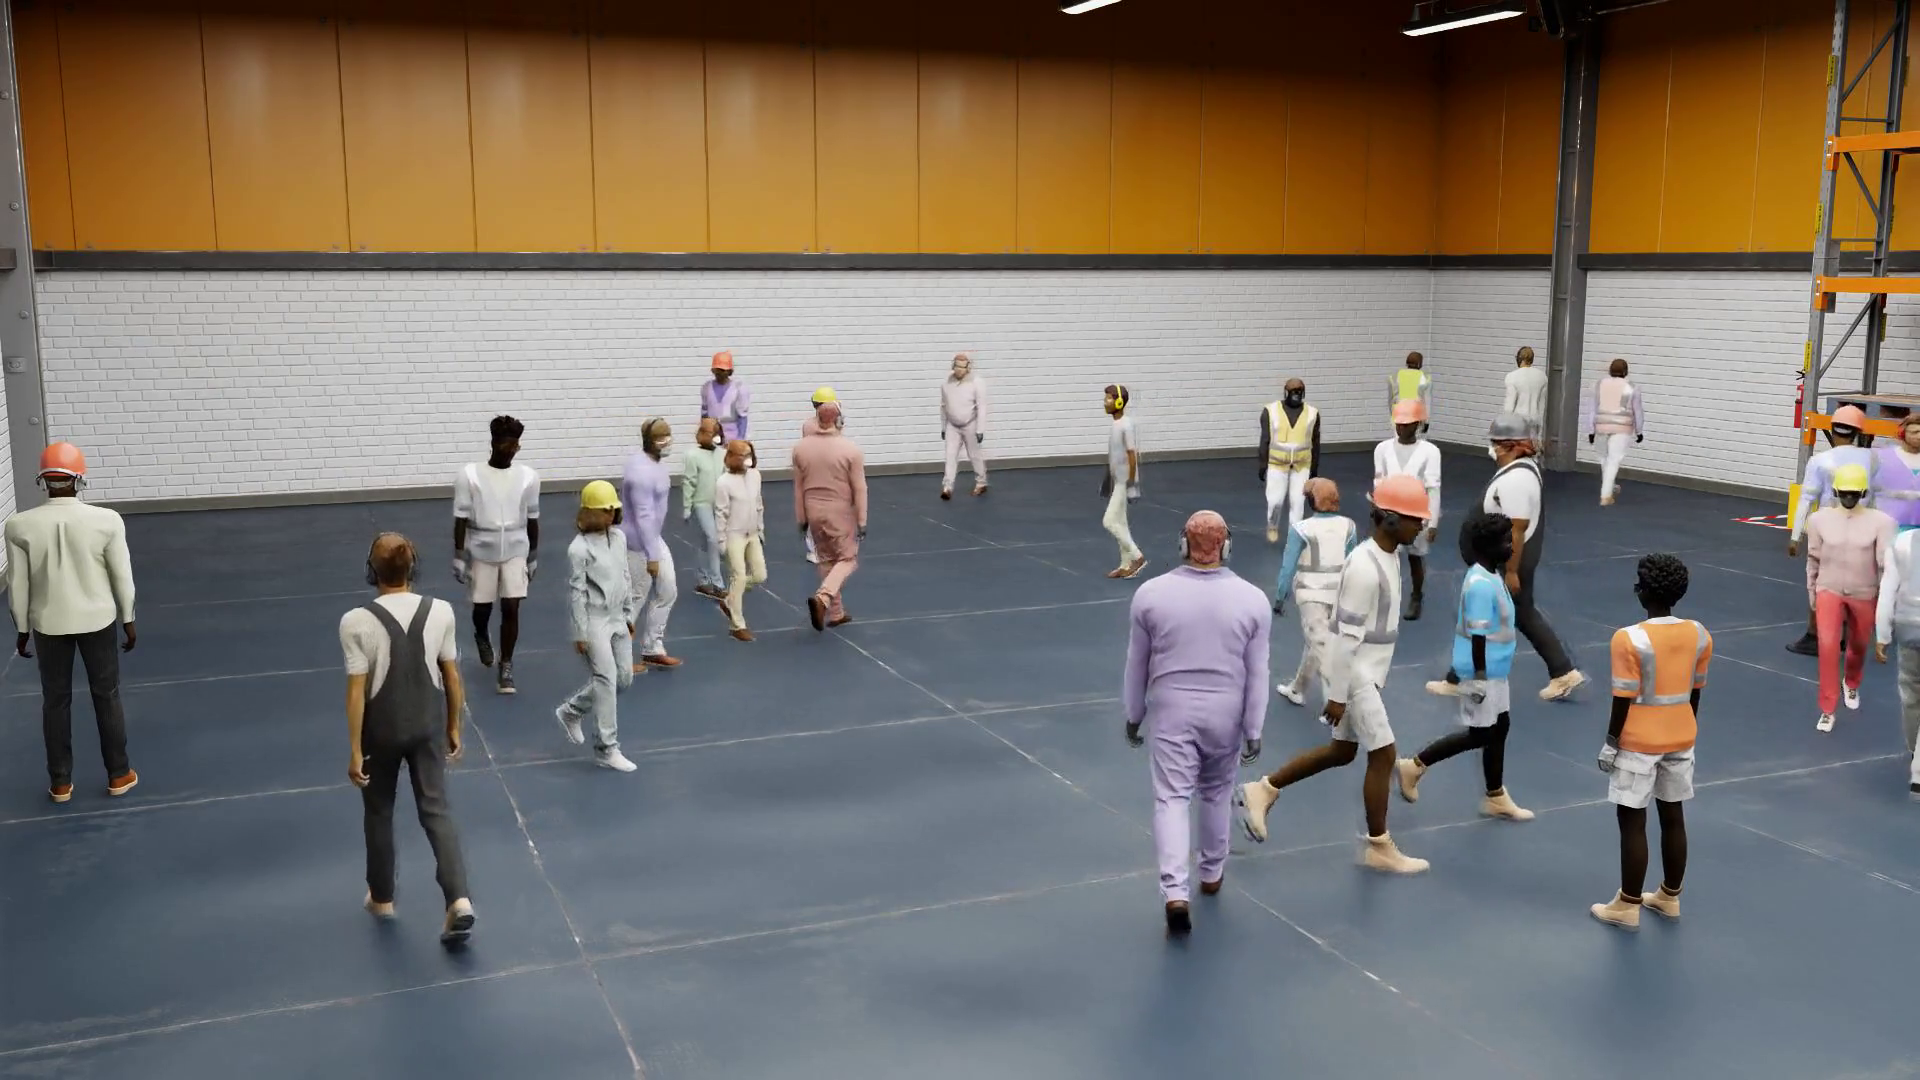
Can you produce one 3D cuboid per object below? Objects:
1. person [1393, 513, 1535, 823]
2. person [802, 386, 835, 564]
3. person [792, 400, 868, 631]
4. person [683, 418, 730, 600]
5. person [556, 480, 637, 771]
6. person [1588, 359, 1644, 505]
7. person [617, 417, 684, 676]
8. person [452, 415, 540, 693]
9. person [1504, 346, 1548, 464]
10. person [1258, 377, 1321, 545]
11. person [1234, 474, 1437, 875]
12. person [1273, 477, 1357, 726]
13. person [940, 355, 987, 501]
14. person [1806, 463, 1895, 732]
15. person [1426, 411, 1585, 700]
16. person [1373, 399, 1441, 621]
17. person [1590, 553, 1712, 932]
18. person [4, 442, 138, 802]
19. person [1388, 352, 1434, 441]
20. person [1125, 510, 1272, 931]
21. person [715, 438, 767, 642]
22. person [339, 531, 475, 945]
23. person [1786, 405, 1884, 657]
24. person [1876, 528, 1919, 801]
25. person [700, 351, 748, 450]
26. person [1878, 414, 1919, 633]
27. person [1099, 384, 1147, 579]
[{"bbox_3d":[2.716,0.673,8.848,0.677,1.675,0.542,4,10,23],"label":"person"},{"bbox_3d":[-1.365,-0.651,16.622,0.313,1.767,0.523,6,11,32],"label":"person"},{"bbox_3d":[-1.056,-0.188,13.443,0.657,1.886,0.722,5,10,26],"label":"person"},{"bbox_3d":[-2.147,-0.270,14.749,0.695,1.604,0.530,7,12,36],"label":"person"},{"bbox_3d":[-2.168,0.489,9.831,0.578,1.723,0.494,4,10,23],"label":"person"},{"bbox_3d":[8.211,-1.357,20.774,0.941,1.798,0.626,-9,13,-43],"label":"person"},{"bbox_3d":[-2.276,0.058,11.919,0.667,1.894,0.646,1,9,4],"label":"person"},{"bbox_3d":[-3.268,0.075,11.691,0.642,1.939,0.733,-4,10,-25],"label":"person"},{"bbox_3d":[7.191,-1.506,21.272,0.636,1.939,0.363,-4,10,-23],"label":"person"},{"bbox_3d":[3.400,-0.772,17.163,0.645,1.826,0.510,1,9,4],"label":"person"},{"bbox_3d":[1.843,0.641,8.173,0.928,1.991,0.621,3,10,20],"label":"person"},{"bbox_3d":[2.320,0.382,10.863,0.536,1.586,0.856,-4,10,-25],"label":"person"},{"bbox_3d":[0.038,-1.429,21.121,0.687,1.857,1.021,4,10,22],"label":"person"},{"bbox_3d":[5.789,0.328,10.838,0.533,1.718,0.919,5,11,30],"label":"person"},{"bbox_3d":[3.770,0.091,11.289,0.989,2.000,0.691,5,10,27],"label":"person"},{"bbox_3d":[3.659,-0.218,13.626,0.559,1.895,0.976,5,10,26],"label":"person"},{"bbox_3d":[3.085,0.899,7.434,0.541,1.696,0.316,-4,10,-23],"label":"person"},{"bbox_3d":[-4.911,0.453,9.232,0.622,1.994,0.381,-4,10,-23],"label":"person"},{"bbox_3d":[6.135,-1.656,22.623,0.623,1.791,0.932,4,10,25],"label":"person"},{"bbox_3d":[1.066,0.800,7.537,0.651,1.874,0.932,1,9,8],"label":"person"},{"bbox_3d":[-1.759,-0.011,13.177,0.413,1.618,0.518,6,11,34],"label":"person"},{"bbox_3d":[-2.420,0.867,7.313,0.521,1.818,0.888,-7,12,-36],"label":"person"},{"bbox_3d":[6.612,-0.060,12.575,0.640,1.914,0.399,0,9,-1],"label":"person"},{"bbox_3d":[5.558,0.531,9.391,0.939,1.784,0.603,-9,13,-42],"label":"person"},{"bbox_3d":[-2.727,-1.207,19.355,0.612,1.996,0.981,2,10,12],"label":"person"},{"bbox_3d":[7.511,-0.096,13.154,0.591,1.790,0.955,1,9,8],"label":"person"},{"bbox_3d":[1.506,-0.535,15.664,0.409,1.859,0.504,-1,9,-5],"label":"person"}]
